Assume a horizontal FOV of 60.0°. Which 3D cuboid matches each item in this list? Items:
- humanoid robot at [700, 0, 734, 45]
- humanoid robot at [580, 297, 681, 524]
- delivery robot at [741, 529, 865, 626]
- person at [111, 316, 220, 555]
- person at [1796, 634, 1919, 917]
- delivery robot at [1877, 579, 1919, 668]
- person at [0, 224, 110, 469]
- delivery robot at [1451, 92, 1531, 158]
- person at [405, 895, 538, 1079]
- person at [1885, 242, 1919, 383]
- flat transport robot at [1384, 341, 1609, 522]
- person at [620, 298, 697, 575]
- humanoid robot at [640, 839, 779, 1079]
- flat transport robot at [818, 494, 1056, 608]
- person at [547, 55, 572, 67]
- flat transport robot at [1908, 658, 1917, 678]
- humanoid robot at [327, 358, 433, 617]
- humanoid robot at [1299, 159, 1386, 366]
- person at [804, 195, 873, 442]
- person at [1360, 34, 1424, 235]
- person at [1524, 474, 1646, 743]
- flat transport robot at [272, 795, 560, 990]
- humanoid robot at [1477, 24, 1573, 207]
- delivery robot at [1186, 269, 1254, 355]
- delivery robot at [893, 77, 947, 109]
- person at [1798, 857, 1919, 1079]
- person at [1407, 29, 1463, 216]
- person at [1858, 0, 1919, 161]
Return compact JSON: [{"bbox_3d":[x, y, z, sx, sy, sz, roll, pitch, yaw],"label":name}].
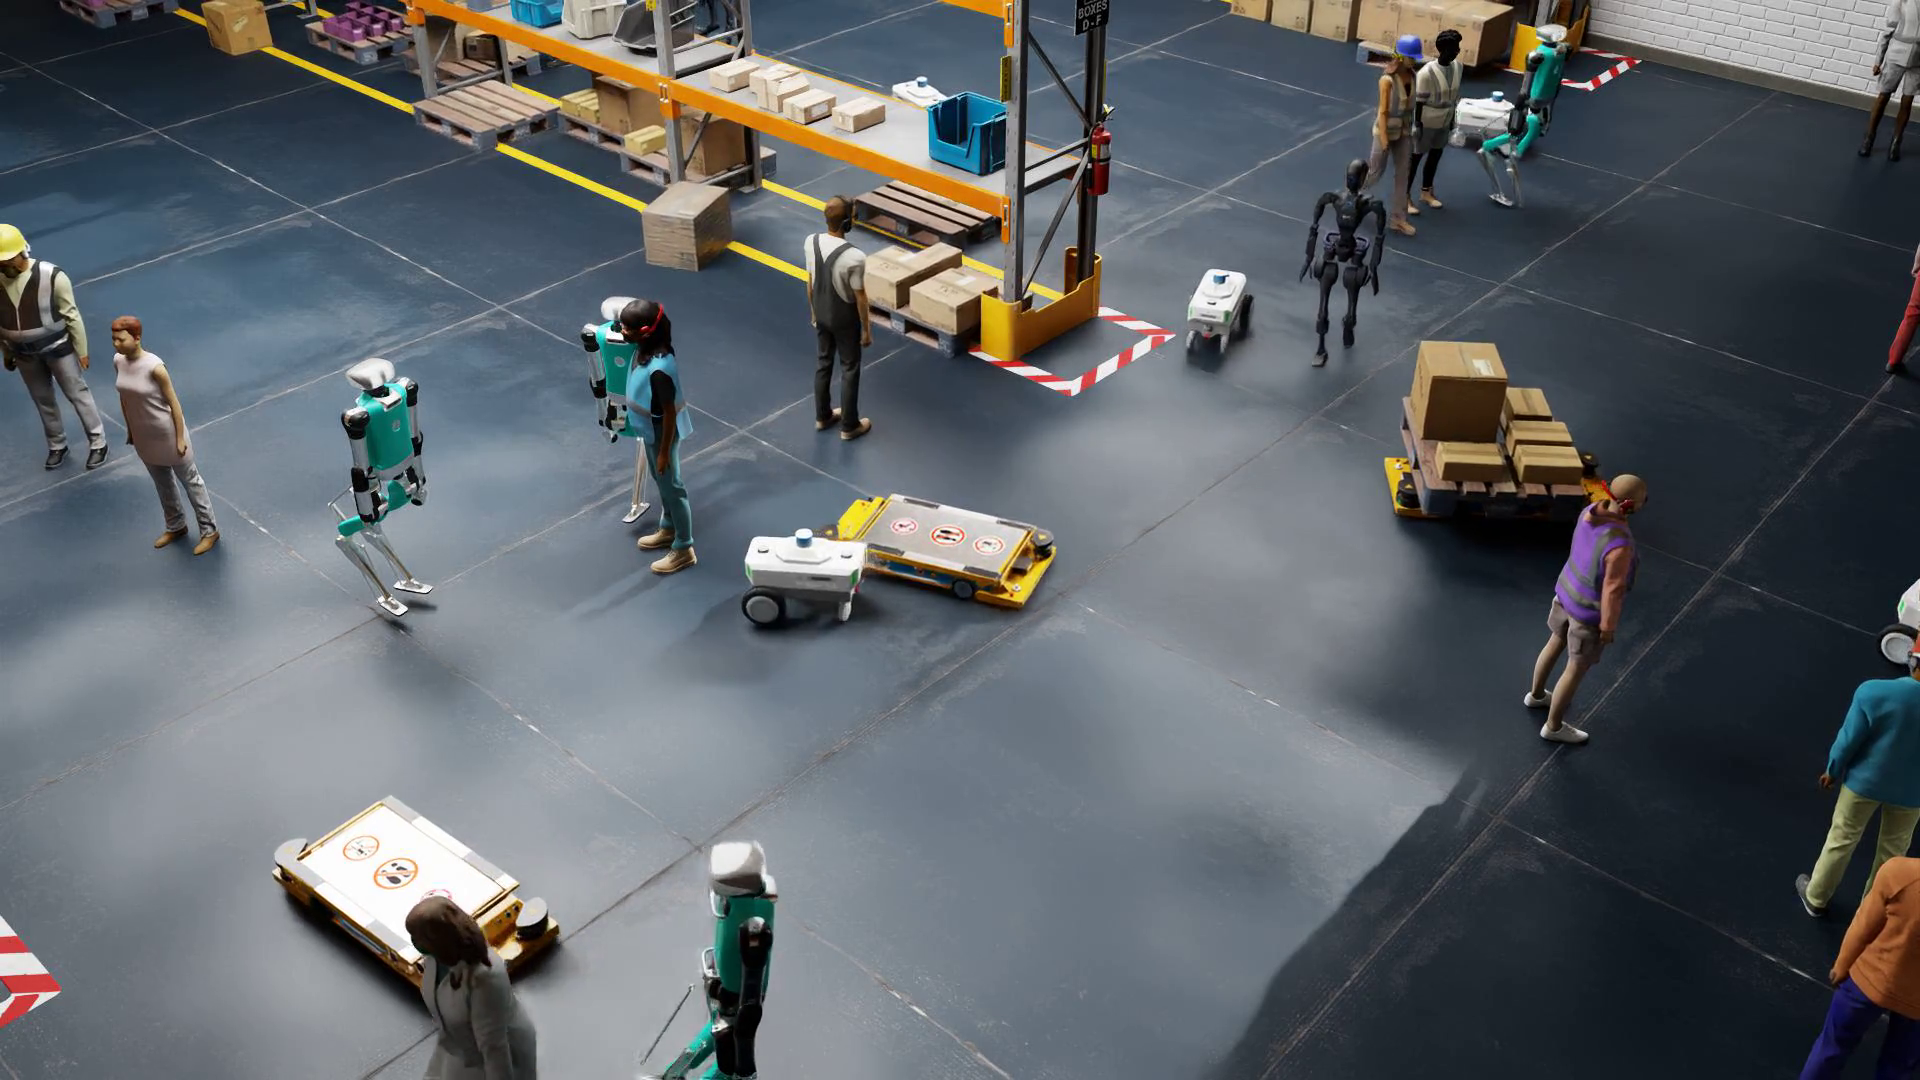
[{"bbox_3d":[-2.737,-6.260,18.645,0.586,1.647,0.492,-29,44,-35],"label":"humanoid robot"},{"bbox_3d":[-2.014,-0.890,10.686,0.533,1.681,0.735,7,35,9],"label":"humanoid robot"},{"bbox_3d":[-0.972,0.196,10.274,0.766,0.594,0.525,4,35,5],"label":"delivery robot"},{"bbox_3d":[-5.087,-0.662,10.542,0.443,1.662,0.286,10,36,14],"label":"person"},{"bbox_3d":[4.404,1.114,7.893,0.562,1.746,0.336,11,36,16],"label":"person"},{"bbox_3d":[5.890,0.535,9.777,0.523,0.586,0.747,-27,43,-34],"label":"delivery robot"},{"bbox_3d":[-6.259,-1.313,11.350,0.594,1.824,0.403,-1,35,-2],"label":"person"},{"bbox_3d":[5.330,-4.163,16.588,0.789,0.593,0.499,14,37,20],"label":"delivery robot"},{"bbox_3d":[-1.902,2.037,6.632,0.518,1.644,0.379,22,40,28],"label":"person"},{"bbox_3d":[7.386,-2.009,12.412,0.515,1.757,0.332,25,42,32],"label":"person"},{"bbox_3d":[3.672,-0.381,11.363,1.431,0.231,0.659,3,35,4],"label":"flat transport robot"},{"bbox_3d":[-1.869,-0.651,10.344,0.390,1.871,0.529,-13,37,-18],"label":"person"},{"bbox_3d":[-1.133,1.994,6.674,0.903,1.834,0.549,-8,36,-12],"label":"humanoid robot"},{"bbox_3d":[-0.156,0.047,10.743,1.431,0.231,0.659,13,37,18],"label":"flat transport robot"},{"bbox_3d":[-4.548,-6.137,18.405,0.342,1.744,0.556,-7,35,-9],"label":"person"},{"bbox_3d":[5.799,1.208,9.061,1.431,0.231,0.659,12,36,16],"label":"flat transport robot"},{"bbox_3d":[-3.529,-0.352,9.910,0.735,1.677,0.533,16,38,22],"label":"humanoid robot"},{"bbox_3d":[2.920,-2.139,12.666,0.616,1.642,0.483,12,37,17],"label":"humanoid robot"},{"bbox_3d":[-0.842,-1.545,11.673,0.515,1.834,0.356,20,39,27],"label":"person"},{"bbox_3d":[3.812,-3.614,14.731,0.473,1.751,0.727,-19,39,-26],"label":"person"},{"bbox_3d":[3.411,0.362,9.040,0.354,1.685,0.486,-2,35,-3],"label":"person"},{"bbox_3d":[-2.721,1.764,8.255,1.431,0.231,0.659,24,41,30],"label":"flat transport robot"},{"bbox_3d":[5.029,-3.797,15.091,0.538,1.856,0.702,-22,40,-28],"label":"humanoid robot"},{"bbox_3d":[2.053,-1.867,13.267,0.499,0.599,0.784,11,36,16],"label":"delivery robot"},{"bbox_3d":[-0.373,-4.393,16.924,0.499,0.595,0.781,-21,40,-27],"label":"delivery robot"},{"bbox_3d":[3.818,1.789,6.722,0.520,1.973,0.399,18,39,24],"label":"person"},{"bbox_3d":[4.278,-3.781,15.038,0.535,1.691,0.319,-20,39,-26],"label":"person"},{"bbox_3d":[9.145,-4.634,16.072,0.547,1.924,0.385,14,37,20],"label":"person"}]
